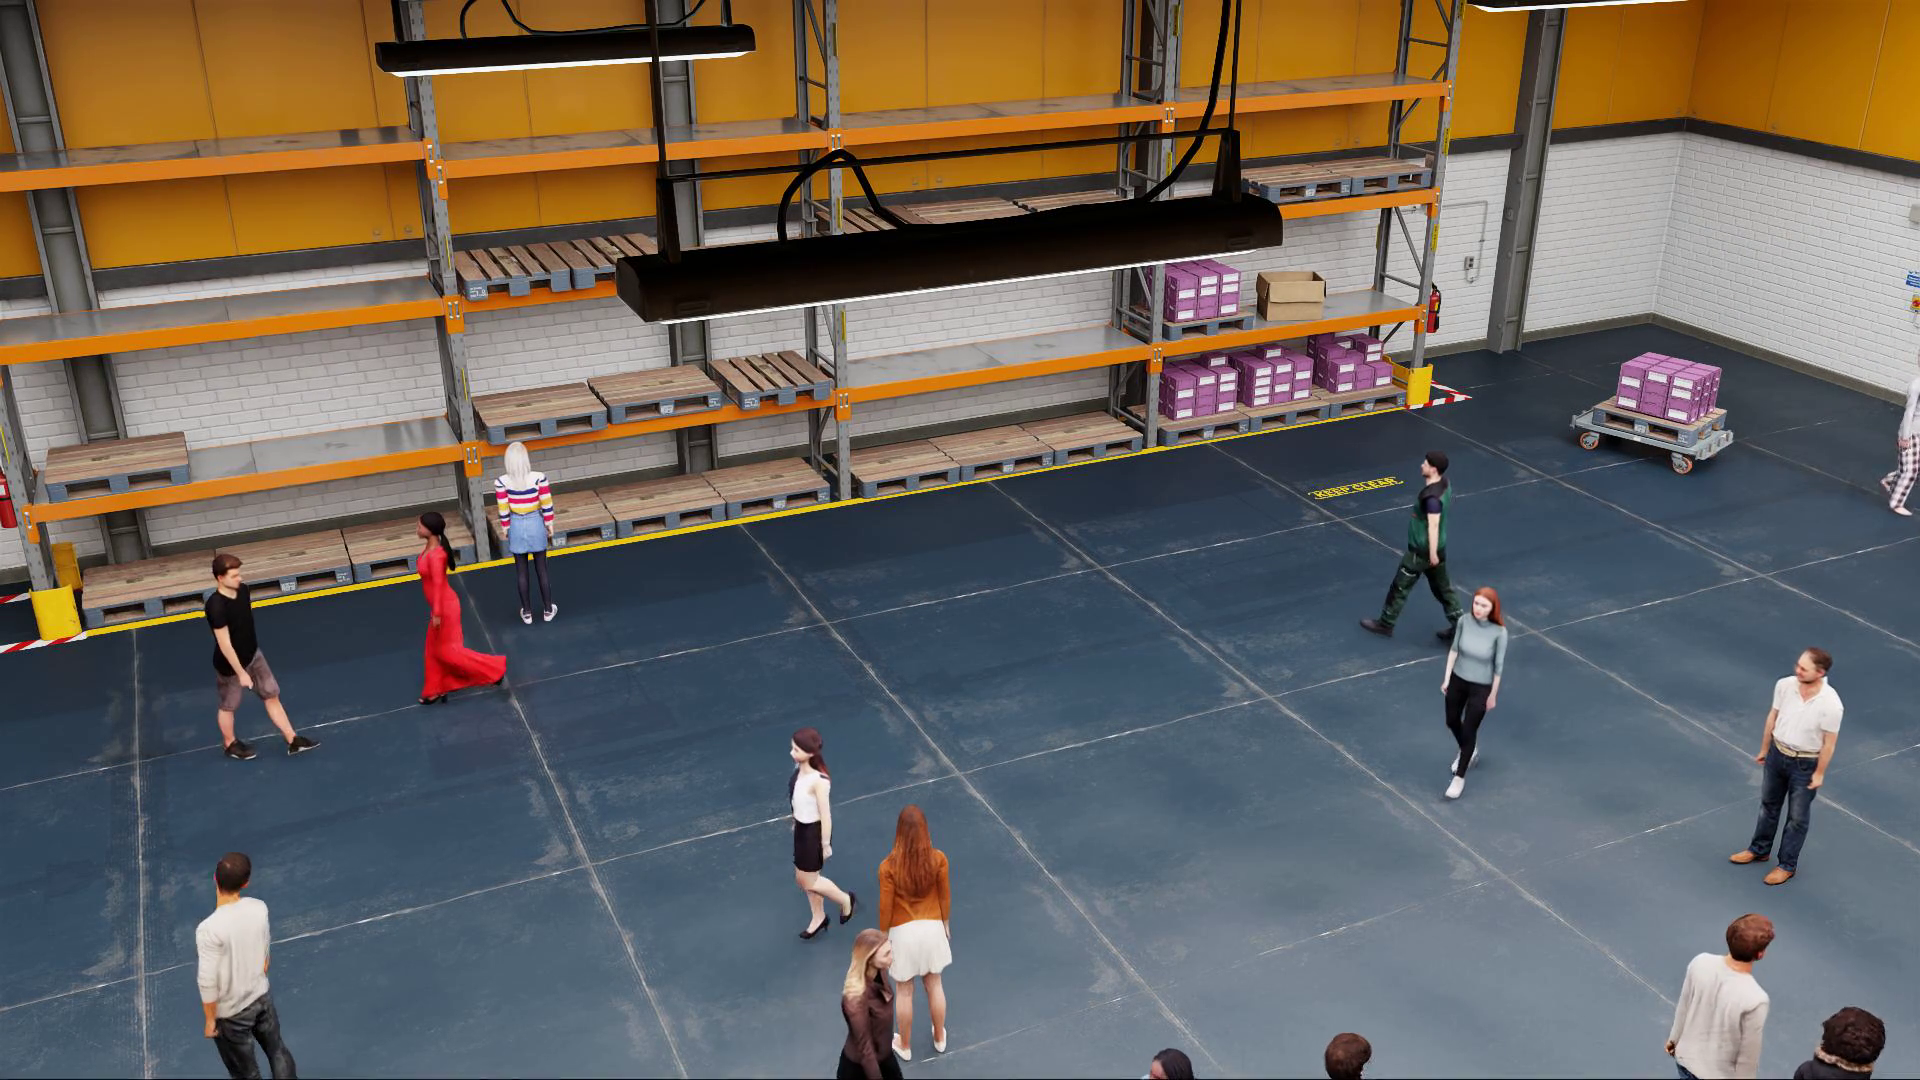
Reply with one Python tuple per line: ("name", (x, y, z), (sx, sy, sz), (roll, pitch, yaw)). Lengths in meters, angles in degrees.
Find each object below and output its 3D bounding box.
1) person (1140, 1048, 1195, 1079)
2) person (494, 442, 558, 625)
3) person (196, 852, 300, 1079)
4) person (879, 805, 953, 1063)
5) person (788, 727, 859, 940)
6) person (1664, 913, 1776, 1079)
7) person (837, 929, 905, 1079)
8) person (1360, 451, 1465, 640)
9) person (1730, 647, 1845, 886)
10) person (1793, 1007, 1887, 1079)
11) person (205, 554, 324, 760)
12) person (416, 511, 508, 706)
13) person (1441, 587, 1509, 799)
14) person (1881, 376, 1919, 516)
("person", (1.086, 3.199, 8.287), (1.162, 1.668, 0.629), (-12, 26, -25))
("person", (-4.063, -0.081, 15.613), (0.541, 1.809, 0.758), (-5, 24, -11))
("person", (-4.068, 2.657, 9.396), (0.856, 1.772, 0.801), (2, 24, 4))
("person", (-0.270, 2.385, 10.083), (0.547, 1.720, 0.706), (-7, 25, -16))
("person", (-0.910, 1.963, 11.152), (0.666, 1.638, 0.556), (-11, 26, -23))
("person", (3.965, 2.834, 8.848), (0.807, 1.889, 0.719), (-13, 27, -28))
("person", (-0.596, 2.851, 9.093), (1.156, 1.660, 1.103), (8, 25, 18))
("person", (4.356, 0.091, 15.157), (1.202, 1.860, 1.251), (12, 26, 25))
("person", (5.946, 1.563, 11.803), (0.551, 1.849, 0.641), (-11, 26, -23))
("person", (4.335, 3.122, 8.335), (0.912, 1.770, 0.770), (-19, 30, -36))
("person", (-5.830, 0.950, 13.237), (1.192, 1.823, 1.081), (5, 24, 12))
("person", (-4.301, 0.599, 14.111), (0.960, 1.766, 0.618), (-10, 26, -22))
("person", (3.985, 1.135, 12.921), (0.918, 1.738, 0.761), (-22, 32, -40))
("person", (10.356, -1.192, 18.127), (0.665, 1.833, 0.697), (-10, 26, -22))
